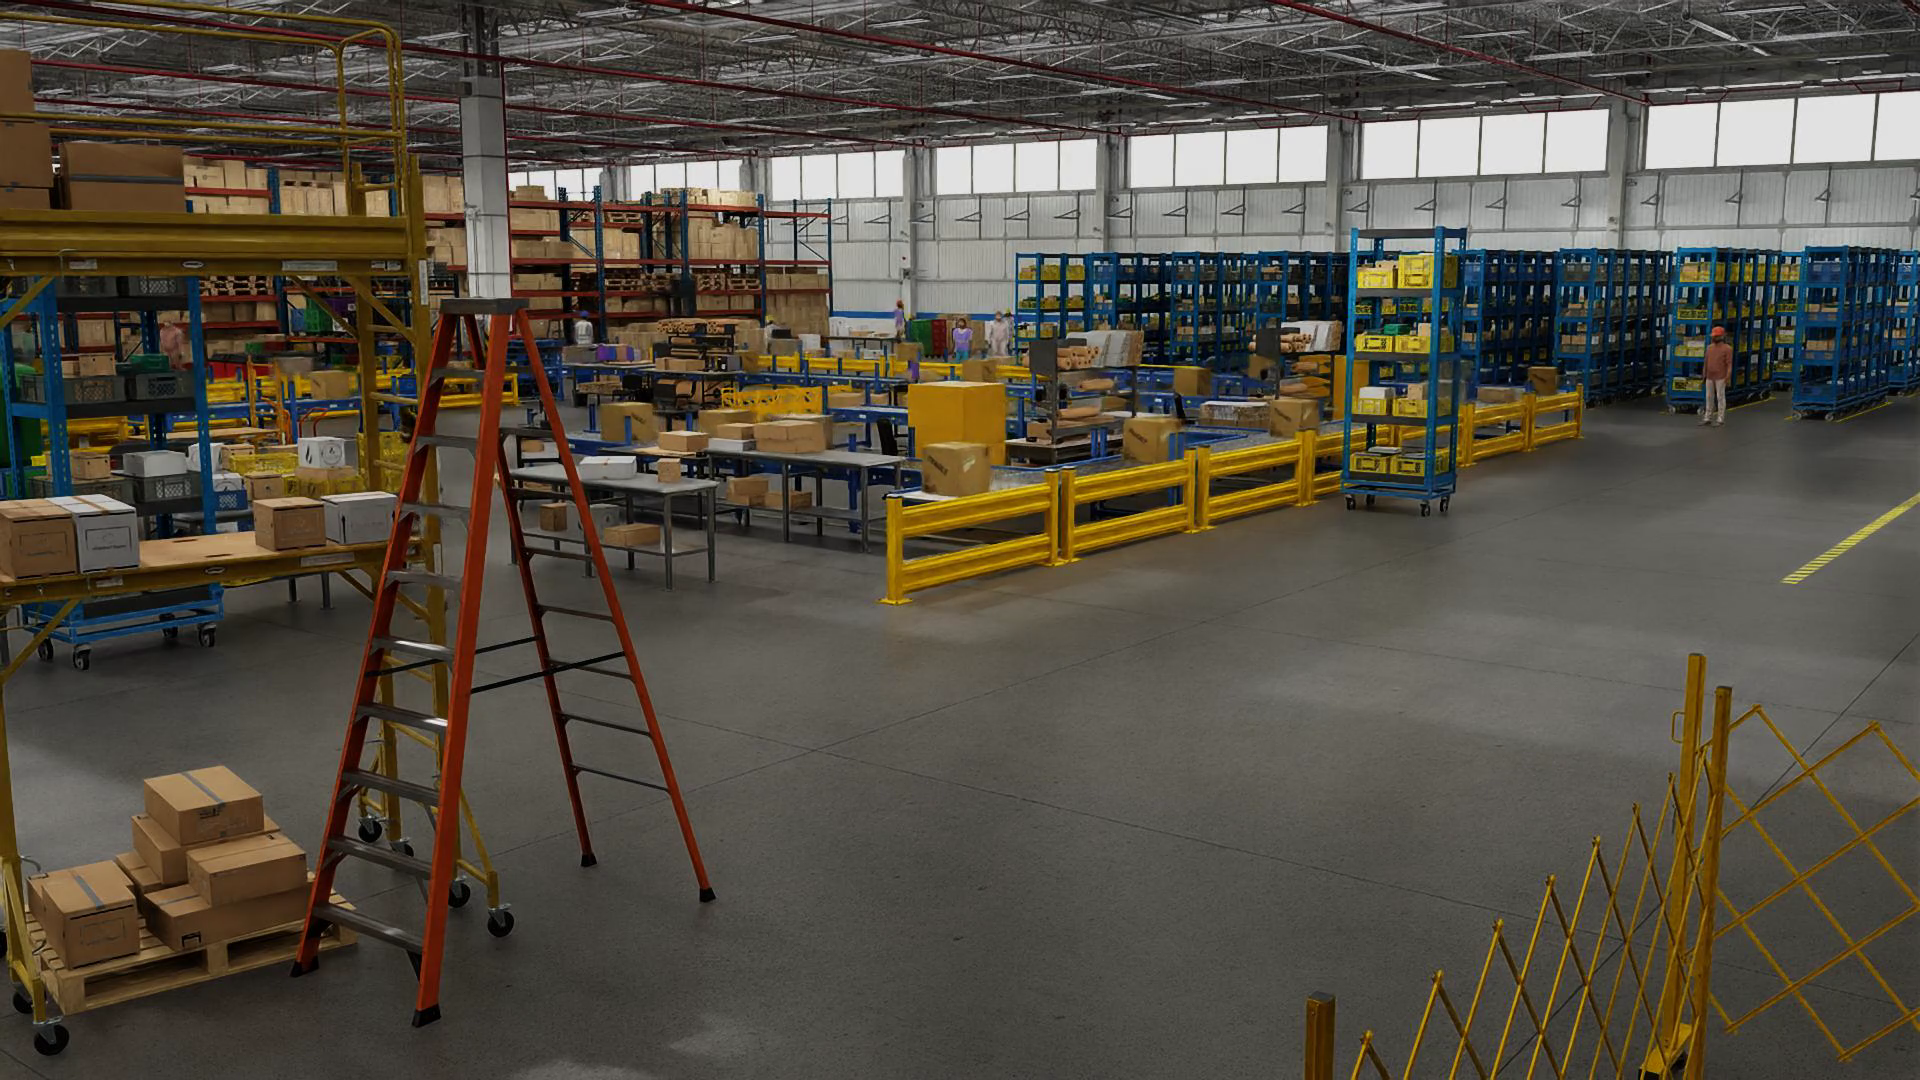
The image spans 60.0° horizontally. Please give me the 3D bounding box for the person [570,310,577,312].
[{"bbox_3d":[-16.742,-9.353,71.732,0.605,1.811,0.477,7,11,37],"label":"person"}]

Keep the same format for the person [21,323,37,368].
[{"bbox_3d":[-27.032,-5.500,48.258,0.391,1.615,0.523,3,9,16],"label":"person"}]

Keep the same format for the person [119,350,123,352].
[{"bbox_3d":[-31.149,-7.733,61.811,0.544,1.749,0.396,6,11,35],"label":"person"}]

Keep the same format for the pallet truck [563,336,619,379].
[{"bbox_3d":[-10.690,-5.294,48.215,1.601,1.201,0.680,-5,10,-26],"label":"pallet truck"}]

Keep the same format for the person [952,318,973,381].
[{"bbox_3d":[0.066,-5.089,45.006,0.570,1.844,0.377,2,9,15],"label":"person"}]

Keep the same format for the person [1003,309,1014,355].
[{"bbox_3d":[1.788,-7.730,61.852,0.485,1.734,0.346,-1,9,-9],"label":"person"}]

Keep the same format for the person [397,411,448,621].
[{"bbox_3d":[-4.730,-0.217,14.618,0.358,1.851,0.625,-1,9,-6],"label":"person"}]

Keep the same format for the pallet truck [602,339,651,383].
[{"bbox_3d":[-8.991,-4.871,45.351,0.653,1.274,1.630,7,11,37],"label":"pallet truck"}]

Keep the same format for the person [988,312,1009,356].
[{"bbox_3d":[1.195,-6.125,51.458,0.660,1.865,0.985,0,9,-1],"label":"person"}]

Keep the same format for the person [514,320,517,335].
[{"bbox_3d":[-16.099,-7.467,59.668,0.408,1.909,0.642,-4,10,-24],"label":"person"}]

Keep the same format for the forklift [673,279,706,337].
[{"bbox_3d":[-9.652,-7.783,58.607,1.129,2.768,1.873,7,11,37],"label":"forklift"}]

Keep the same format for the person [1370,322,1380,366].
[{"bbox_3d":[10.475,-4.663,42.396,0.600,1.830,0.404,-4,10,-24],"label":"person"}]

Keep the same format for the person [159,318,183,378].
[{"bbox_3d":[-21.193,-5.043,44.726,0.653,1.855,1.012,0,9,1],"label":"person"}]

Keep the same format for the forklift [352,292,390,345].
[{"bbox_3d":[-17.369,-5.999,47.473,1.129,2.768,1.873,7,11,37],"label":"forklift"}]

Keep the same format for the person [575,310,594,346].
[{"bbox_3d":[-11.410,-5.994,50.434,0.619,1.928,0.749,4,10,21],"label":"person"}]

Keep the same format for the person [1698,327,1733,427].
[{"bbox_3d":[14.955,-3.222,32.905,0.392,1.989,0.617,-5,10,-27],"label":"person"}]

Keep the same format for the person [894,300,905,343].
[{"bbox_3d":[-2.542,-9.173,70.254,0.555,1.918,0.407,-9,13,-44],"label":"person"}]

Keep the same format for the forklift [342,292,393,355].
[{"bbox_3d":[-16.485,-5.622,45.120,1.129,2.768,1.873,7,11,37],"label":"forklift"}]

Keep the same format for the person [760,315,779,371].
[{"bbox_3d":[-5.712,-5.798,49.595,0.836,1.801,0.596,8,12,42],"label":"person"}]
